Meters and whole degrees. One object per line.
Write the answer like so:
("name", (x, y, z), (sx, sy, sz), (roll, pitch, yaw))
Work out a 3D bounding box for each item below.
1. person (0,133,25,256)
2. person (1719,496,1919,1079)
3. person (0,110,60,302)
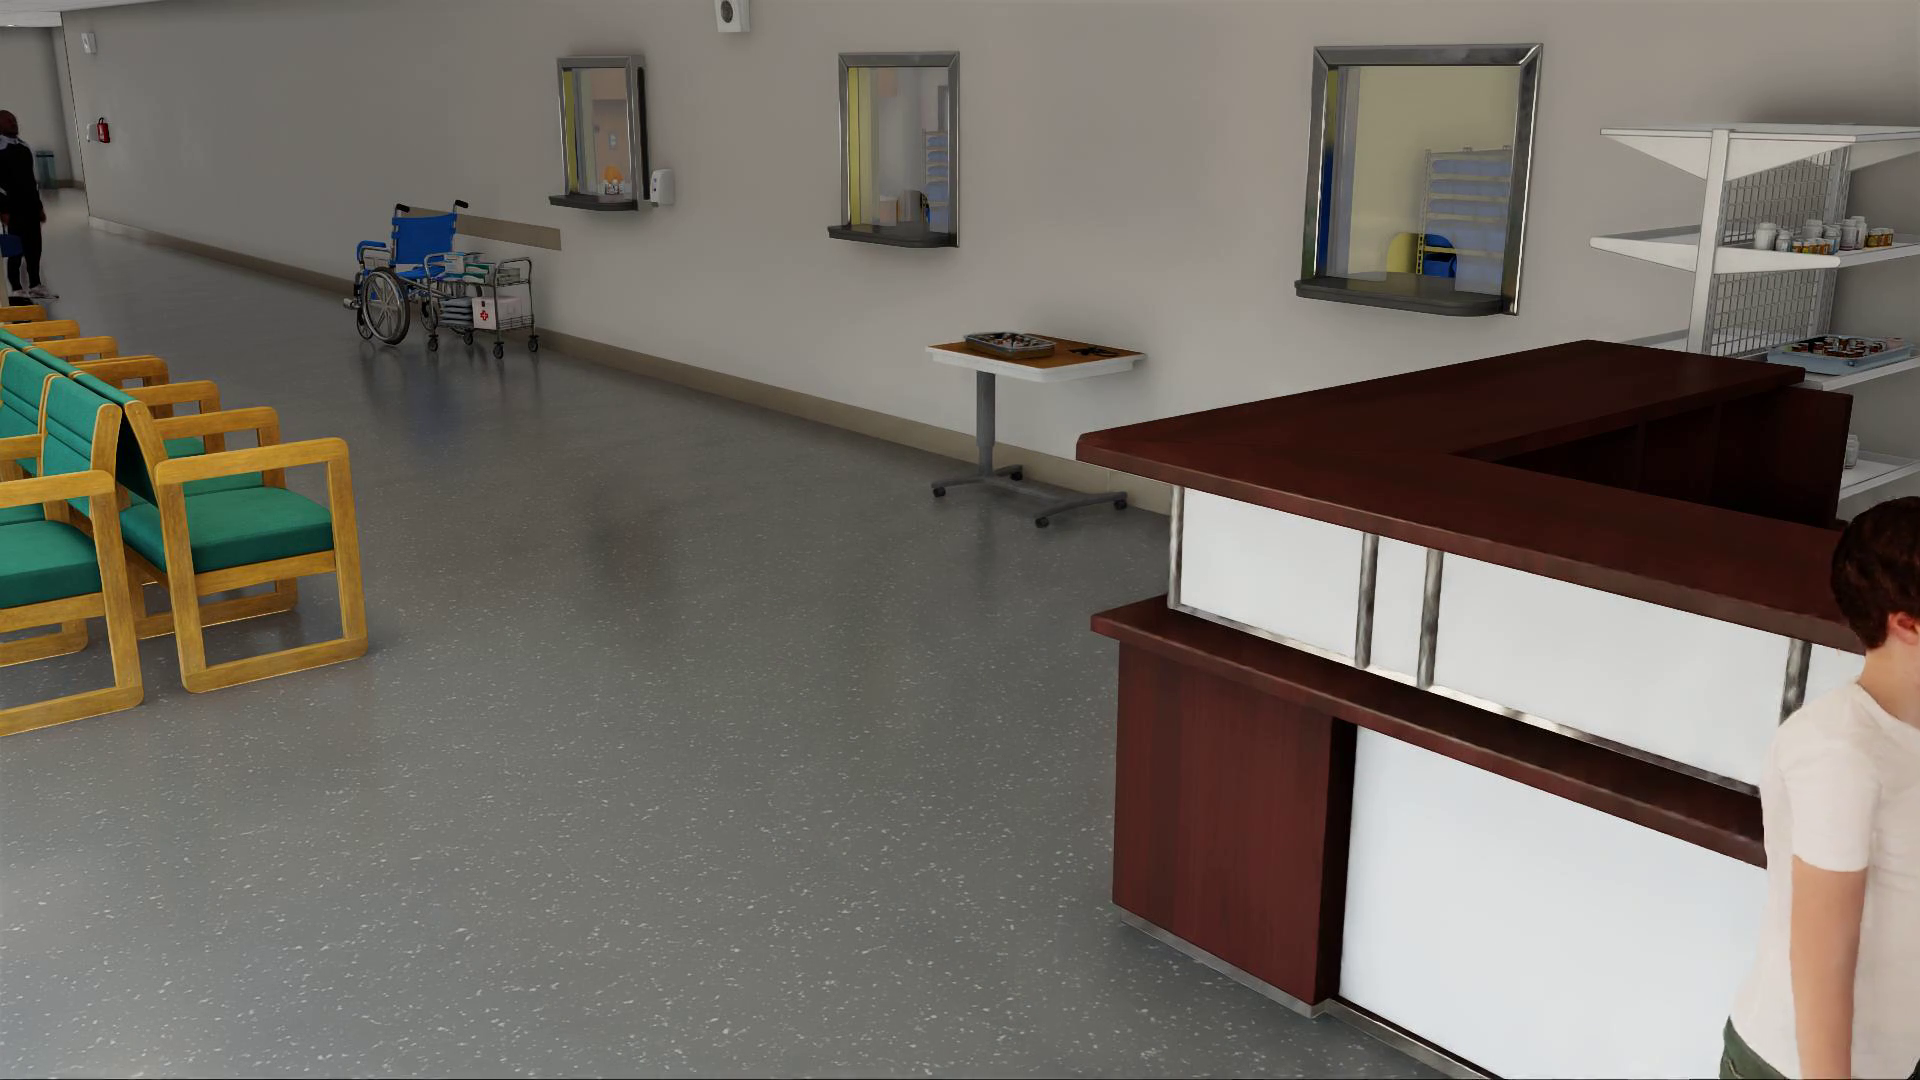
("person", (-11.403, -4.244, 19.993), (0.924, 1.674, 0.697), (-12, 19, -35))
("person", (1.174, 0.739, 2.403), (1.004, 1.629, 0.657), (-12, 19, -36))
("person", (-9.211, -3.268, 16.249), (0.797, 1.828, 0.686), (5, 16, 16))
